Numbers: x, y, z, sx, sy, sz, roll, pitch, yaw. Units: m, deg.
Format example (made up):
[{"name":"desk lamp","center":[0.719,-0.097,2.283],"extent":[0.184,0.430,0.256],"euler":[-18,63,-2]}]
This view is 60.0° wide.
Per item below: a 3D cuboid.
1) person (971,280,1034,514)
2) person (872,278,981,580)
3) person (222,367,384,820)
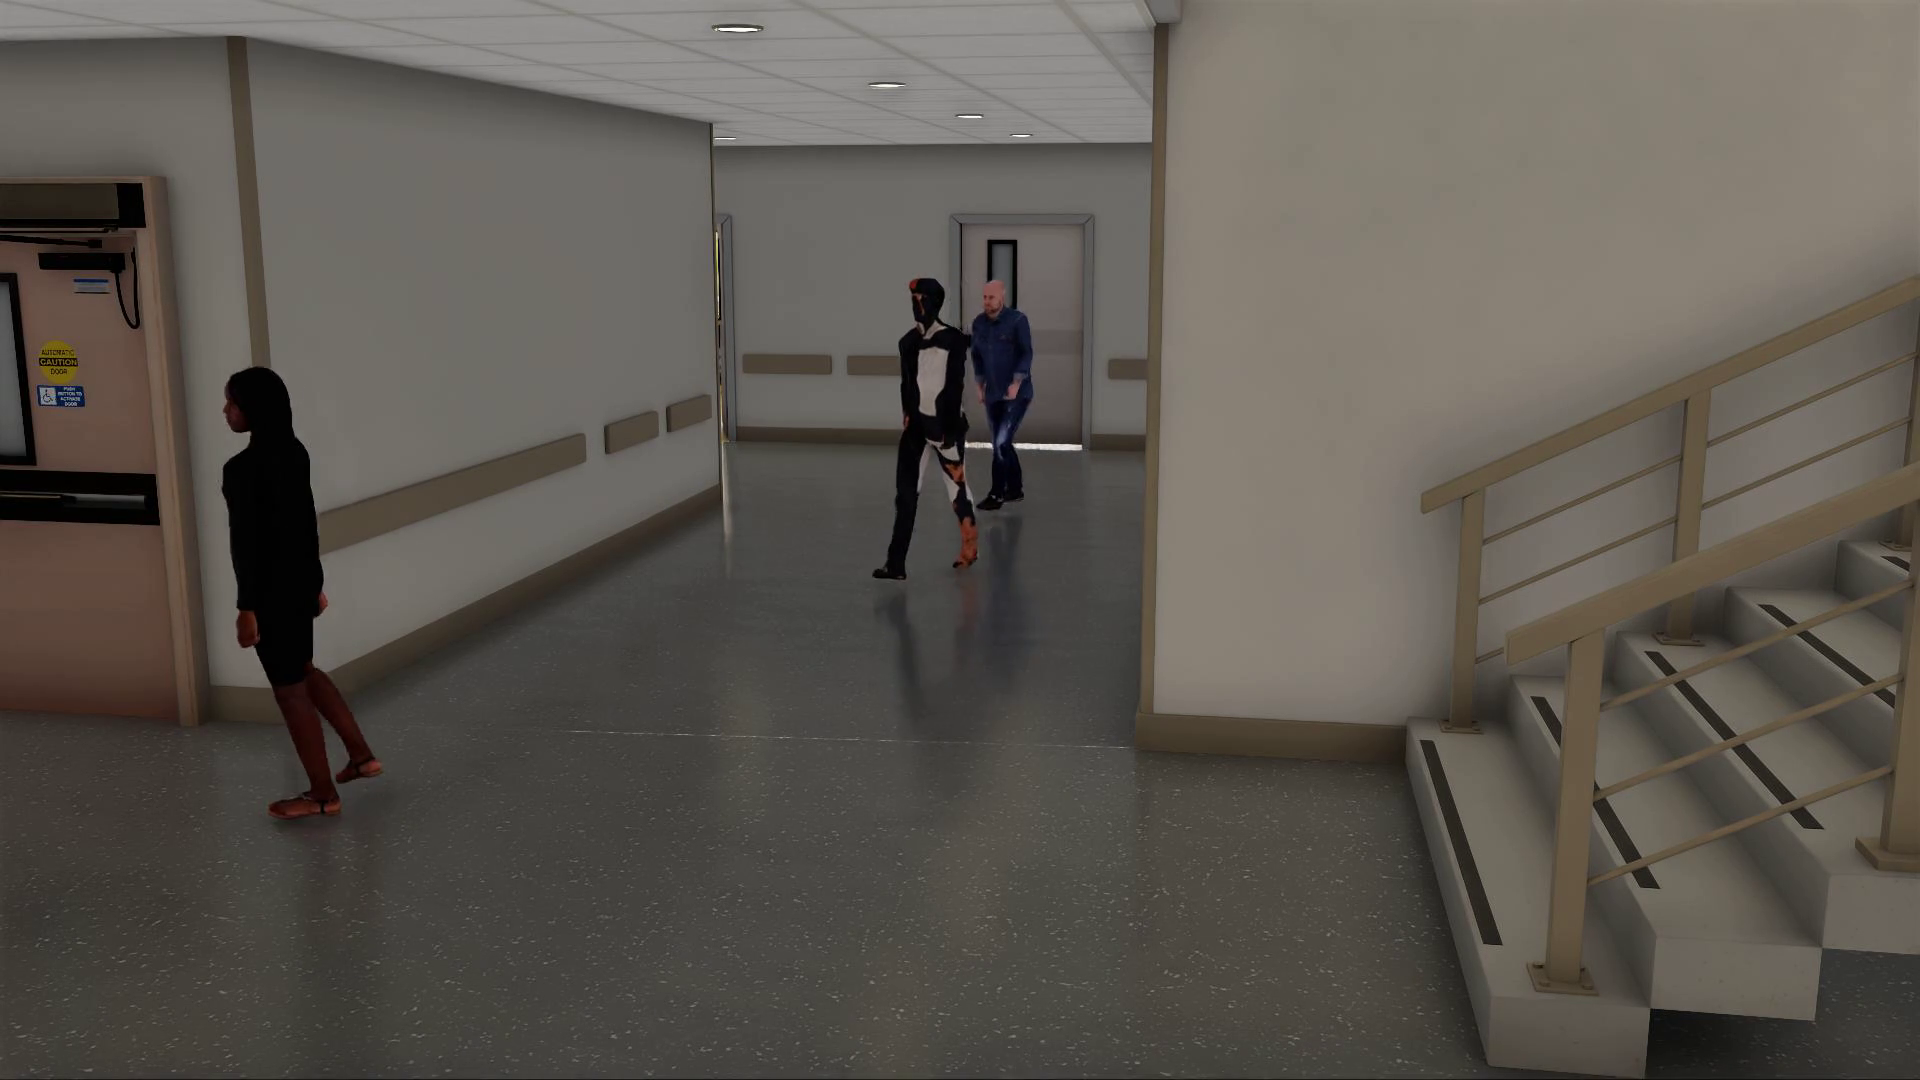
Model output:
[{"name":"person","center":[0.398,-1.082,12.798],"extent":[1.070,1.774,1.084],"euler":[-10,15,-44]},{"name":"person","center":[-0.104,-0.671,10.435],"extent":[1.231,1.846,1.013],"euler":[6,12,30]},{"name":"person","center":[-2.465,0.217,6.134],"extent":[0.674,1.705,0.739],"euler":[2,11,12]}]
